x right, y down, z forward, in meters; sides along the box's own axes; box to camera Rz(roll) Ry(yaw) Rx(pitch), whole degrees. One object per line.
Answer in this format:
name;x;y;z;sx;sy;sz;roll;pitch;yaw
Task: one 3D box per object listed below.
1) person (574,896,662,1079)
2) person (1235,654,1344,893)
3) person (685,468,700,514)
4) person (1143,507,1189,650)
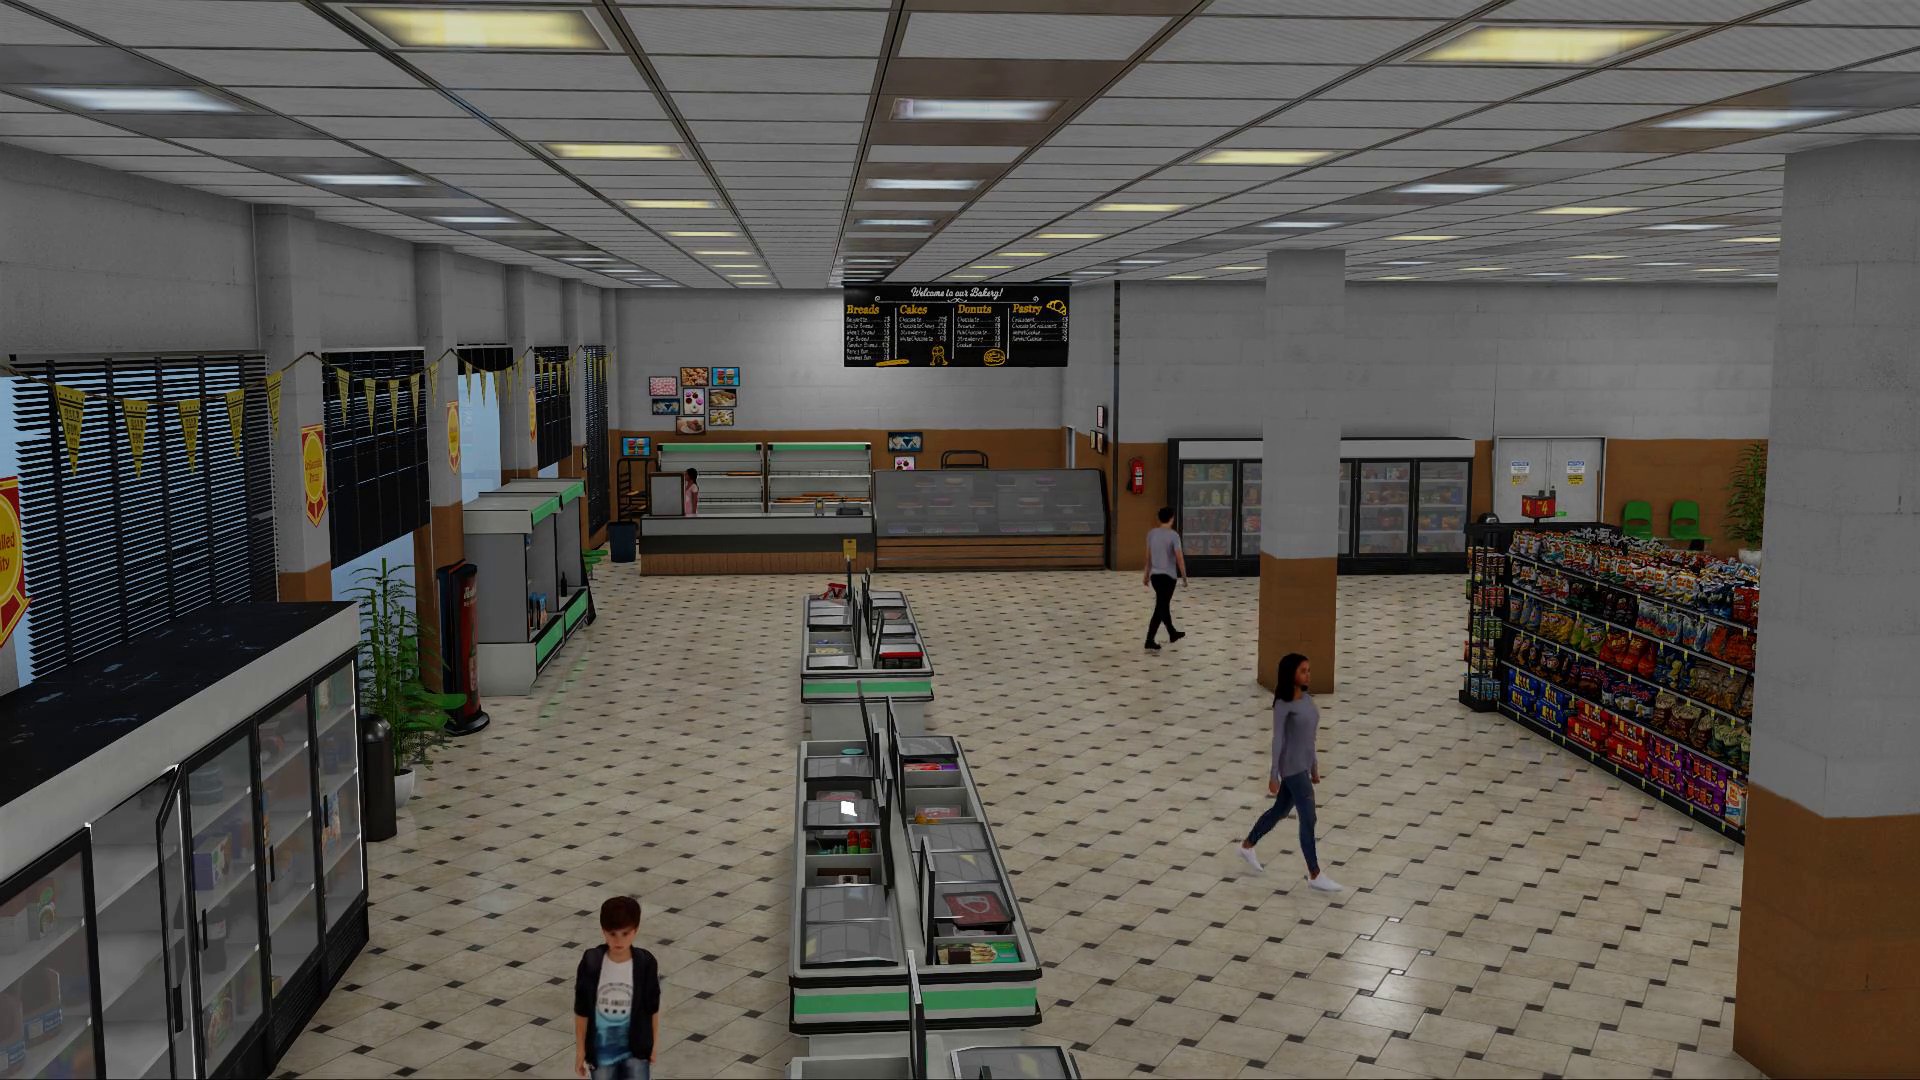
person;-1.605;2.373;7.843;0.551;1.407;0.944;0;7;-3
person;2.369;1.696;12.229;1.183;1.699;1.128;6;9;39
person;-4.773;-0.415;29.520;0.705;1.742;0.581;-4;8;-29
person;2.566;0.528;21.402;1.238;1.817;1.229;-7;10;-44
